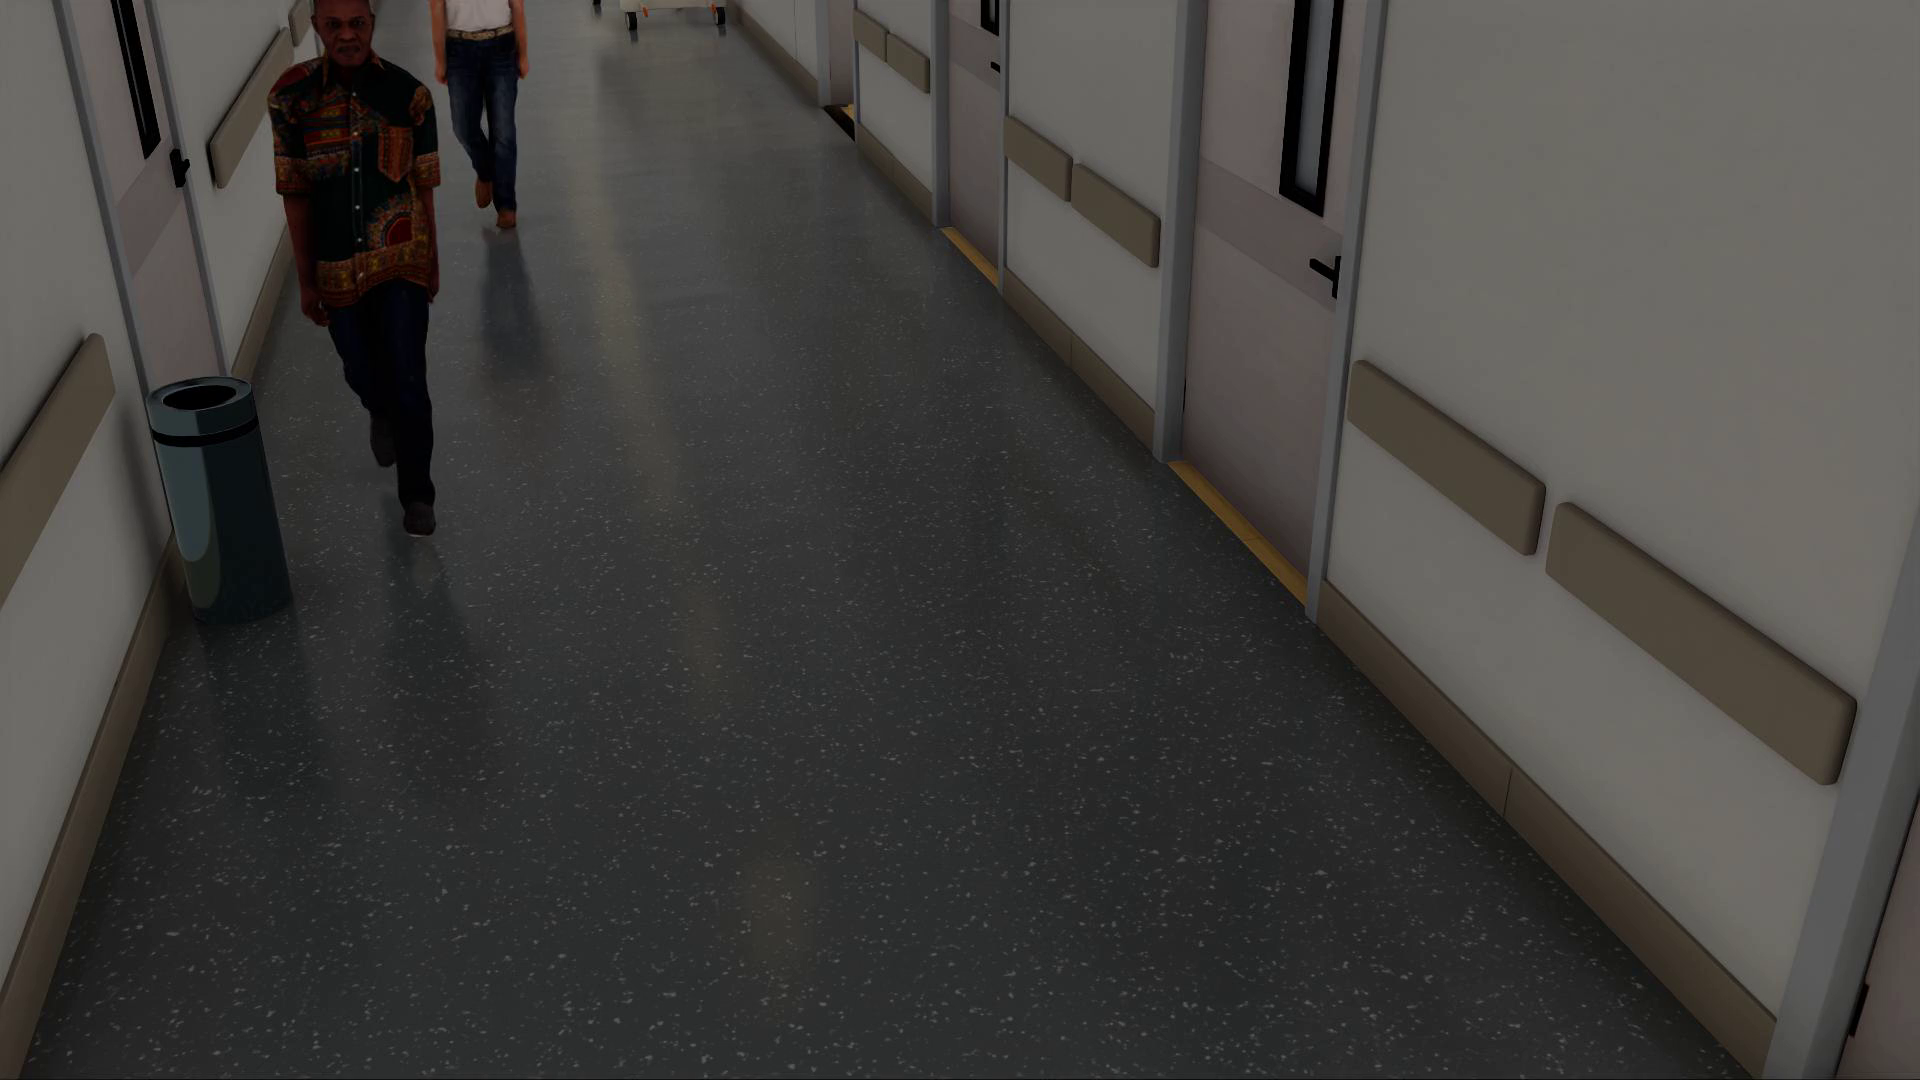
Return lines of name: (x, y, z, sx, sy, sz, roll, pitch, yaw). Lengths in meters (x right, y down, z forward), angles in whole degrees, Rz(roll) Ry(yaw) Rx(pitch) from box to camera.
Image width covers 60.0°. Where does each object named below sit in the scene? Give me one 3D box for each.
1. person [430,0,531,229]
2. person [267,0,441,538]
person: (-2.626, -2.676, 9.171, 0.736, 1.838, 0.755, -5, 26, -10)
person: (-2.007, -0.953, 5.620, 1.092, 1.778, 0.734, -7, 27, -15)
